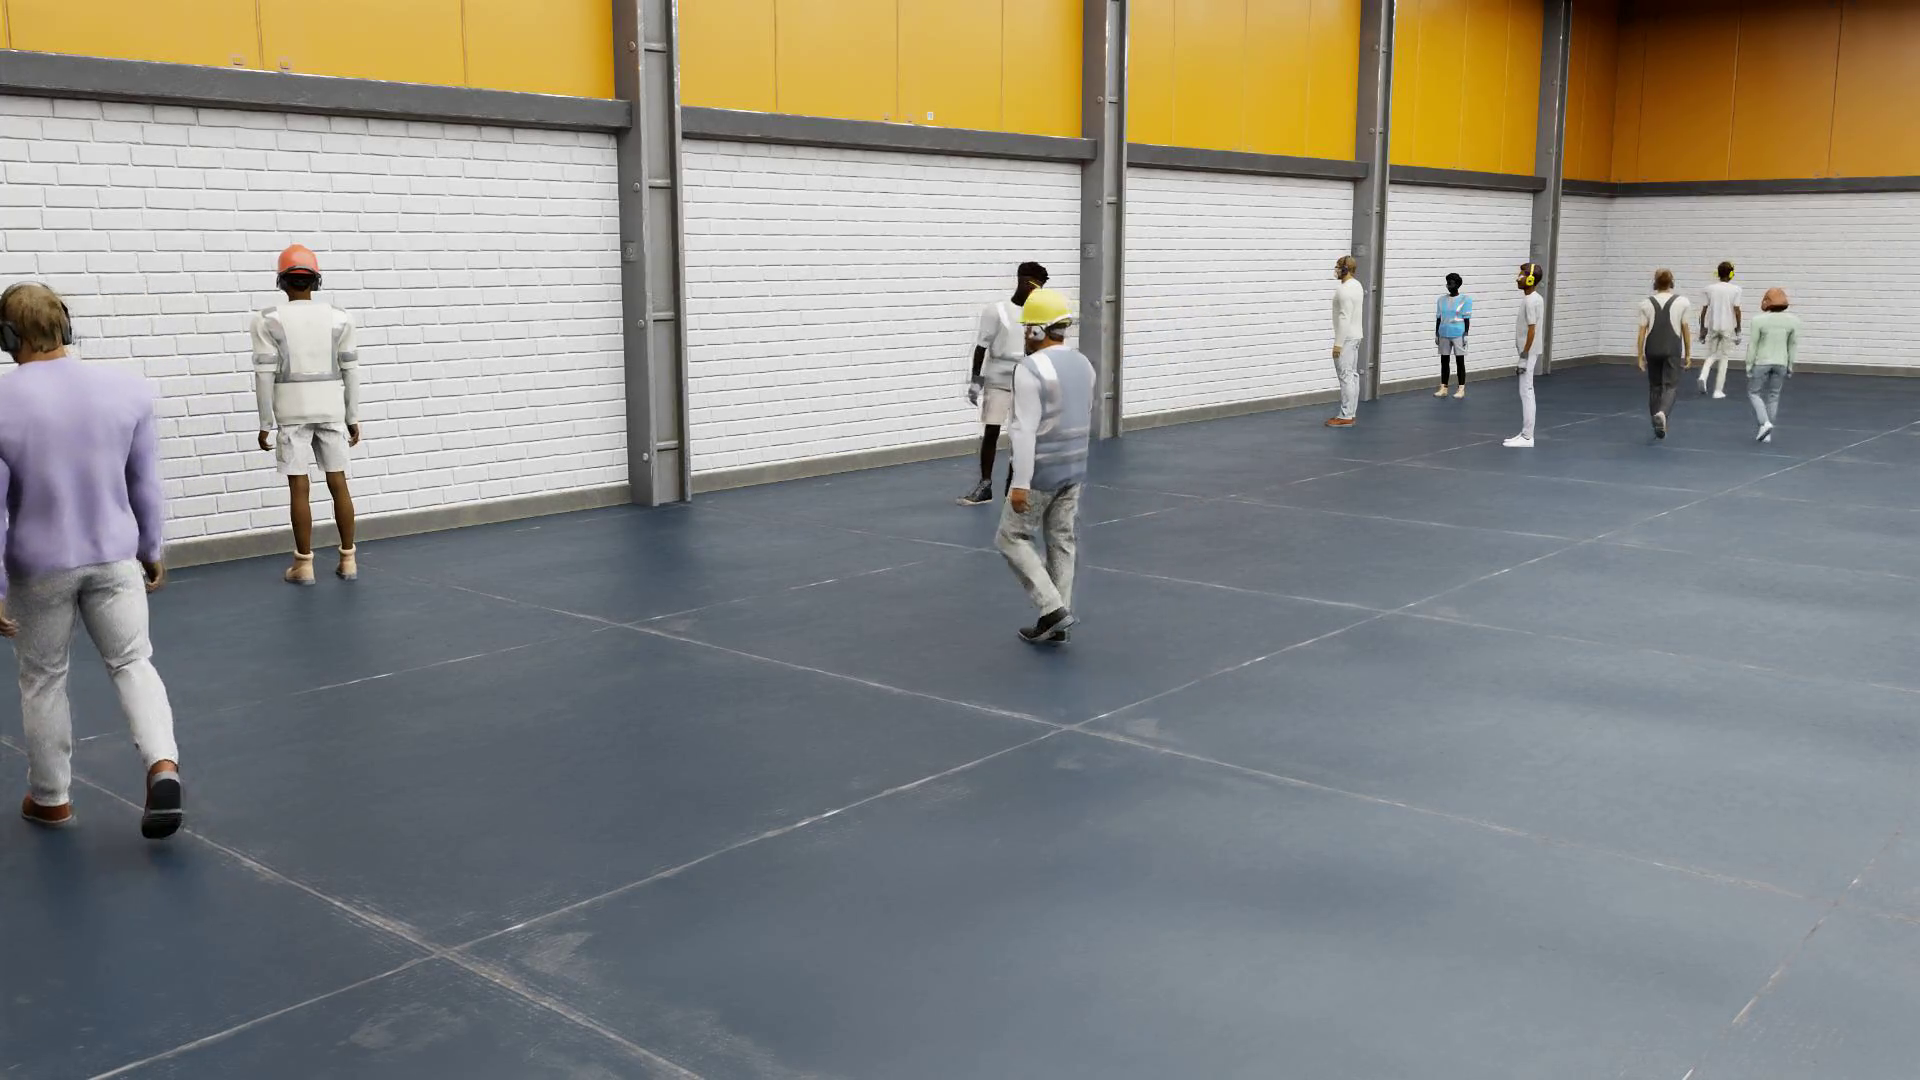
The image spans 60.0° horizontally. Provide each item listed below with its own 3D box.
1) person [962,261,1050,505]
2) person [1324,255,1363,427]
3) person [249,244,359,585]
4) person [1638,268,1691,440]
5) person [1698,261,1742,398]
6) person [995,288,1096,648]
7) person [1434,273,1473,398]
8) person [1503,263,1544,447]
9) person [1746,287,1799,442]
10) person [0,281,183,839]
[{"bbox_3d":[0.352,-1.228,13.124,0.764,1.932,0.368,-6,12,-32],"label":"person"},{"bbox_3d":[4.370,-2.248,18.868,0.370,1.941,0.627,5,11,26],"label":"person"},{"bbox_3d":[-3.944,-0.751,10.049,0.609,2.043,0.397,-7,12,-35],"label":"person"},{"bbox_3d":[7.339,-1.925,17.382,0.548,1.823,0.684,6,12,30],"label":"person"},{"bbox_3d":[10.242,-2.823,22.389,0.498,1.856,0.518,-9,14,-43],"label":"person"},{"bbox_3d":[0.432,-0.344,8.363,0.426,1.819,0.621,8,13,39],"label":"person"},{"bbox_3d":[6.664,-2.764,22.517,0.319,1.694,0.533,-10,14,-44],"label":"person"},{"bbox_3d":[5.763,-1.878,16.962,0.319,1.874,0.546,4,11,21],"label":"person"},{"bbox_3d":[8.408,-1.804,17.251,0.507,1.625,0.542,1,10,3],"label":"person"},{"bbox_3d":[-2.997,0.088,5.627,0.650,1.917,0.821,-9,14,-42],"label":"person"}]
